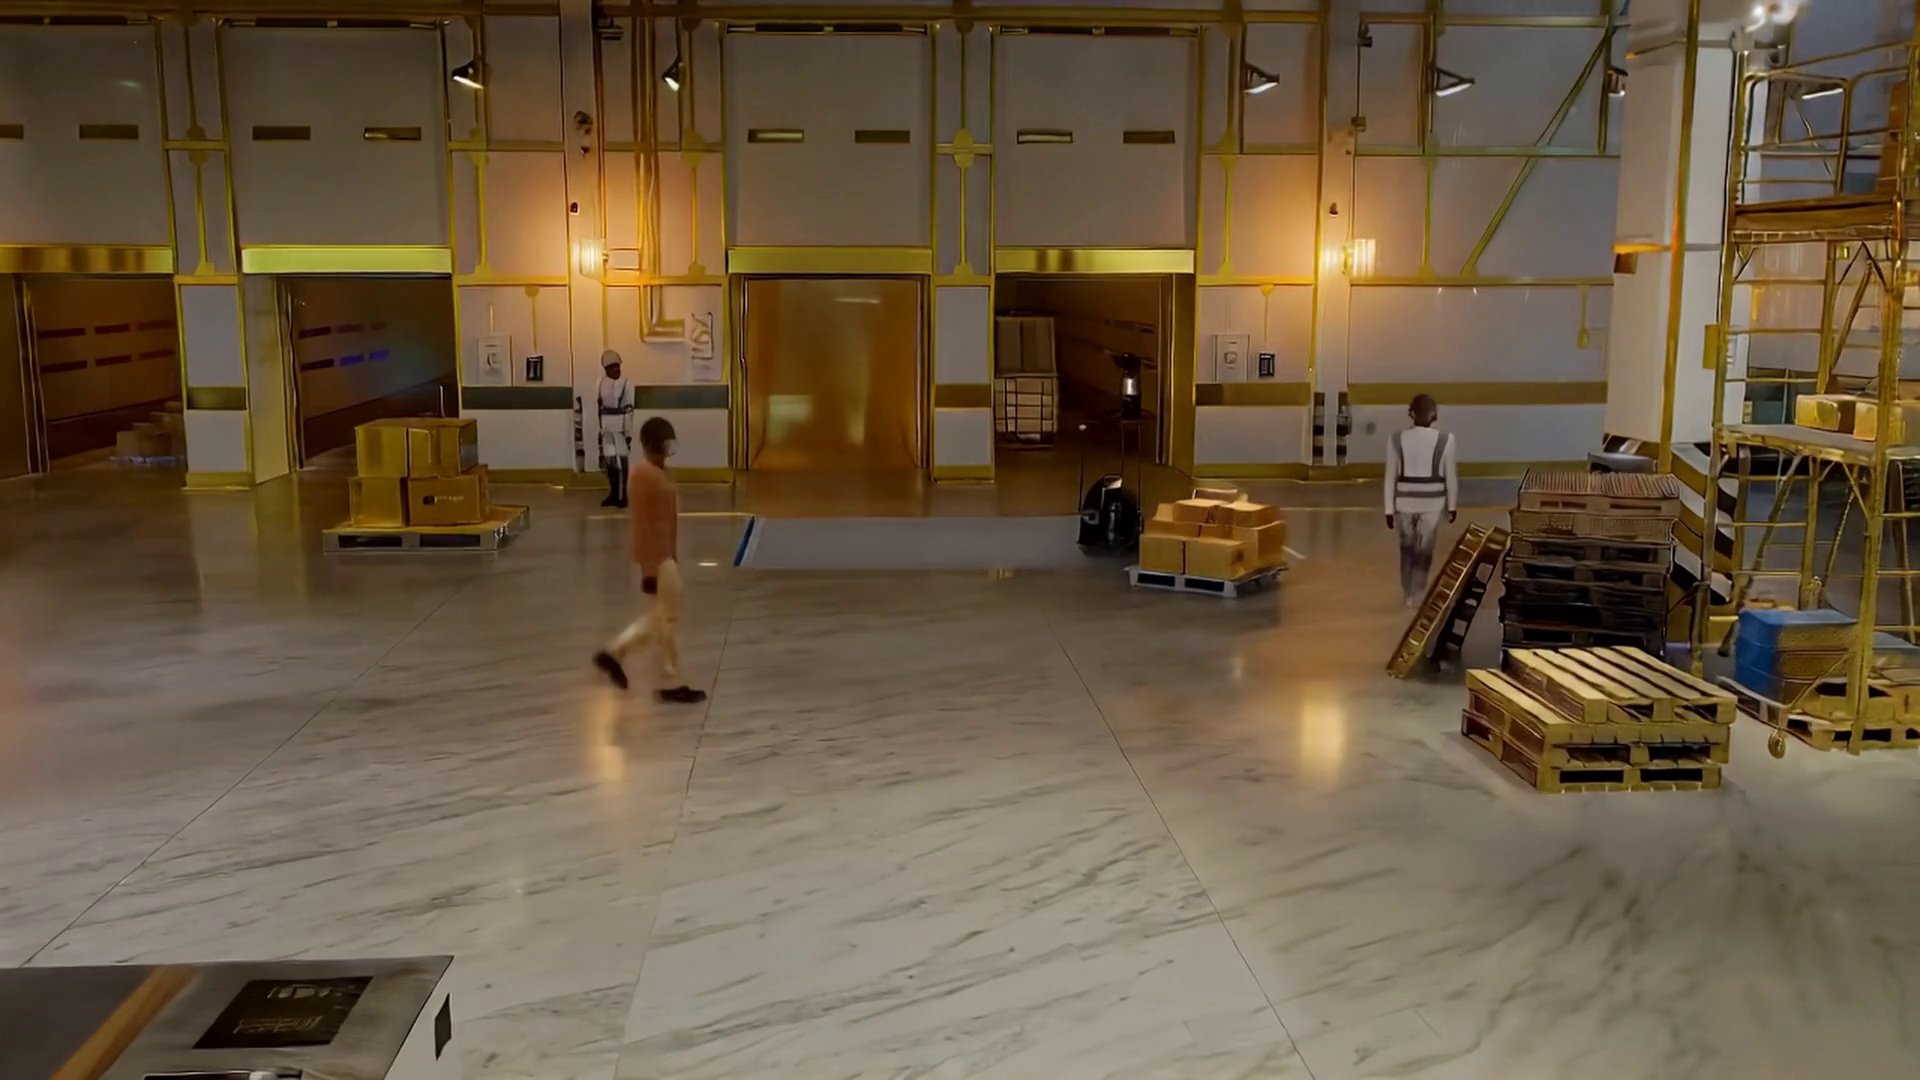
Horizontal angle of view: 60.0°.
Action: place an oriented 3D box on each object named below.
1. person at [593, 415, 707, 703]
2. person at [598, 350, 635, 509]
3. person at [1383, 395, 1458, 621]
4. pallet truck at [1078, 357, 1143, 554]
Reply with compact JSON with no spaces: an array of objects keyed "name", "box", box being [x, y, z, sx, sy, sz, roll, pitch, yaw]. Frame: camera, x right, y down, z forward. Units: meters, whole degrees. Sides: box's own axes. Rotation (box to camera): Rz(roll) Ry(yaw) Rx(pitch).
[{"name":"person","box":[-2.051,0.134,10.923,0.675,1.918,0.639,0,9,0]},{"name":"person","box":[-4.186,-1.338,20.140,0.544,1.929,0.387,6,11,34]},{"name":"person","box":[3.802,-0.272,13.748,0.572,1.836,1.003,4,10,26]},{"name":"pallet truck","box":[2.088,-0.836,16.757,1.885,1.965,0.823,2,9,13]}]
